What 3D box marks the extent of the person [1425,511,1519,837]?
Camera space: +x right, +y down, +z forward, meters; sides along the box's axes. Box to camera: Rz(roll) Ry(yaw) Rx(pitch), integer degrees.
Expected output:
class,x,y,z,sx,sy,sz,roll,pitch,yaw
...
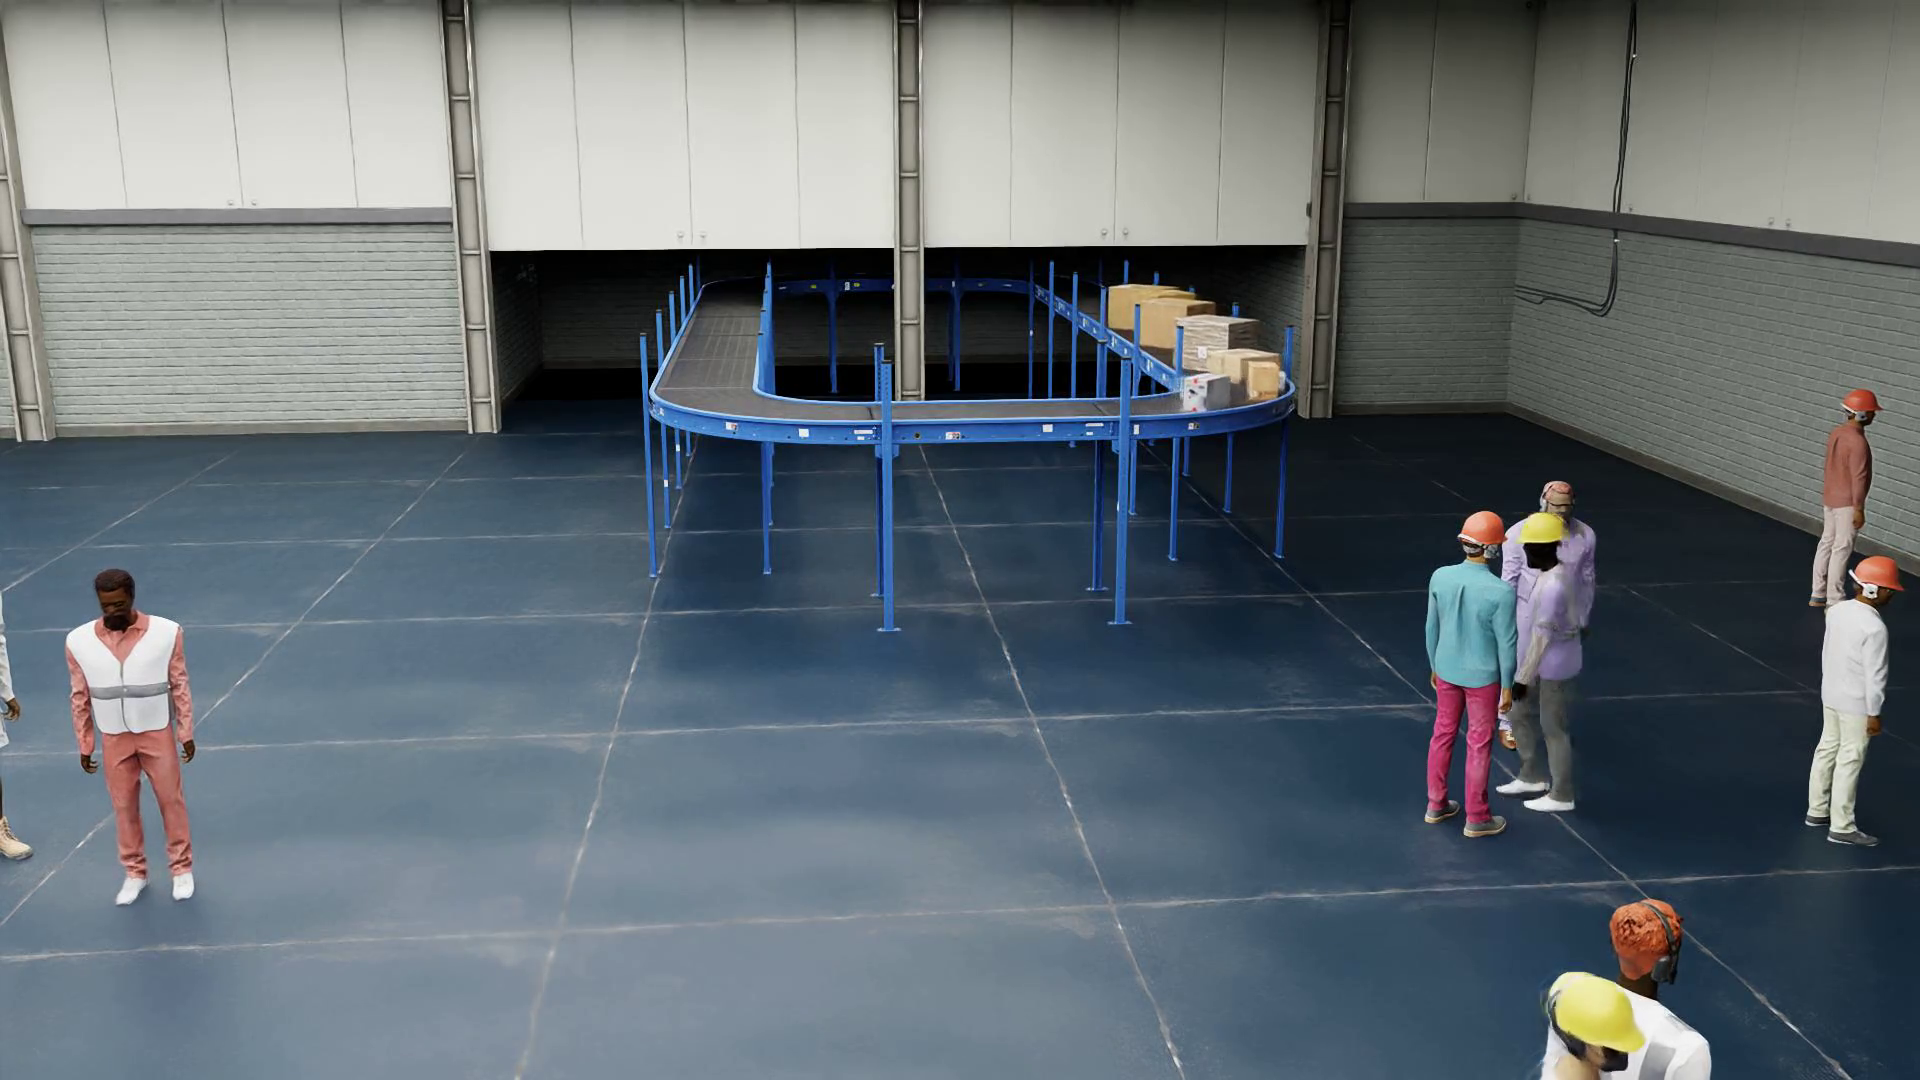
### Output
class,x,y,z,sx,sy,sz,roll,pitch,yaw
person,3.086,0.802,10.039,0.380,1.995,0.611,-11,18,-37

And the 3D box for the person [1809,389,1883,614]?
class,x,y,z,sx,sy,sz,roll,pitch,yaw
person,7.772,-0.334,14.581,0.379,1.996,0.611,1,14,4

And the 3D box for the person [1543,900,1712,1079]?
class,x,y,z,sx,sy,sz,roll,pitch,yaw
person,2.126,2.034,5.338,0.355,1.884,0.576,-9,17,-32

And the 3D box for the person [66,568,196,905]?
class,x,y,z,sx,sy,sz,roll,pitch,yaw
person,-4.539,1.065,9.171,0.598,1.910,0.403,-4,15,-16

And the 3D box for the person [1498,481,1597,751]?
class,x,y,z,sx,sy,sz,roll,pitch,yaw
person,4.006,0.523,11.366,0.640,1.899,0.395,0,14,-1

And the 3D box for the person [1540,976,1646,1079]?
class,x,y,z,sx,sy,sz,roll,pitch,yaw
person,1.866,2.130,5.248,0.781,1.738,0.523,11,18,38

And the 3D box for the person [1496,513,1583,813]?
class,x,y,z,sx,sy,sz,roll,pitch,yaw
person,3.621,0.771,10.351,0.606,1.895,0.625,4,15,16

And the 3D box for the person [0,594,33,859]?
class,x,y,z,sx,sy,sz,roll,pitch,yaw
person,-5.697,0.908,9.513,0.366,2.047,0.608,8,16,28

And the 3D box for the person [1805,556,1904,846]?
class,x,y,z,sx,sy,sz,roll,pitch,yaw
person,5.370,0.947,9.961,0.339,1.745,0.561,0,14,1
